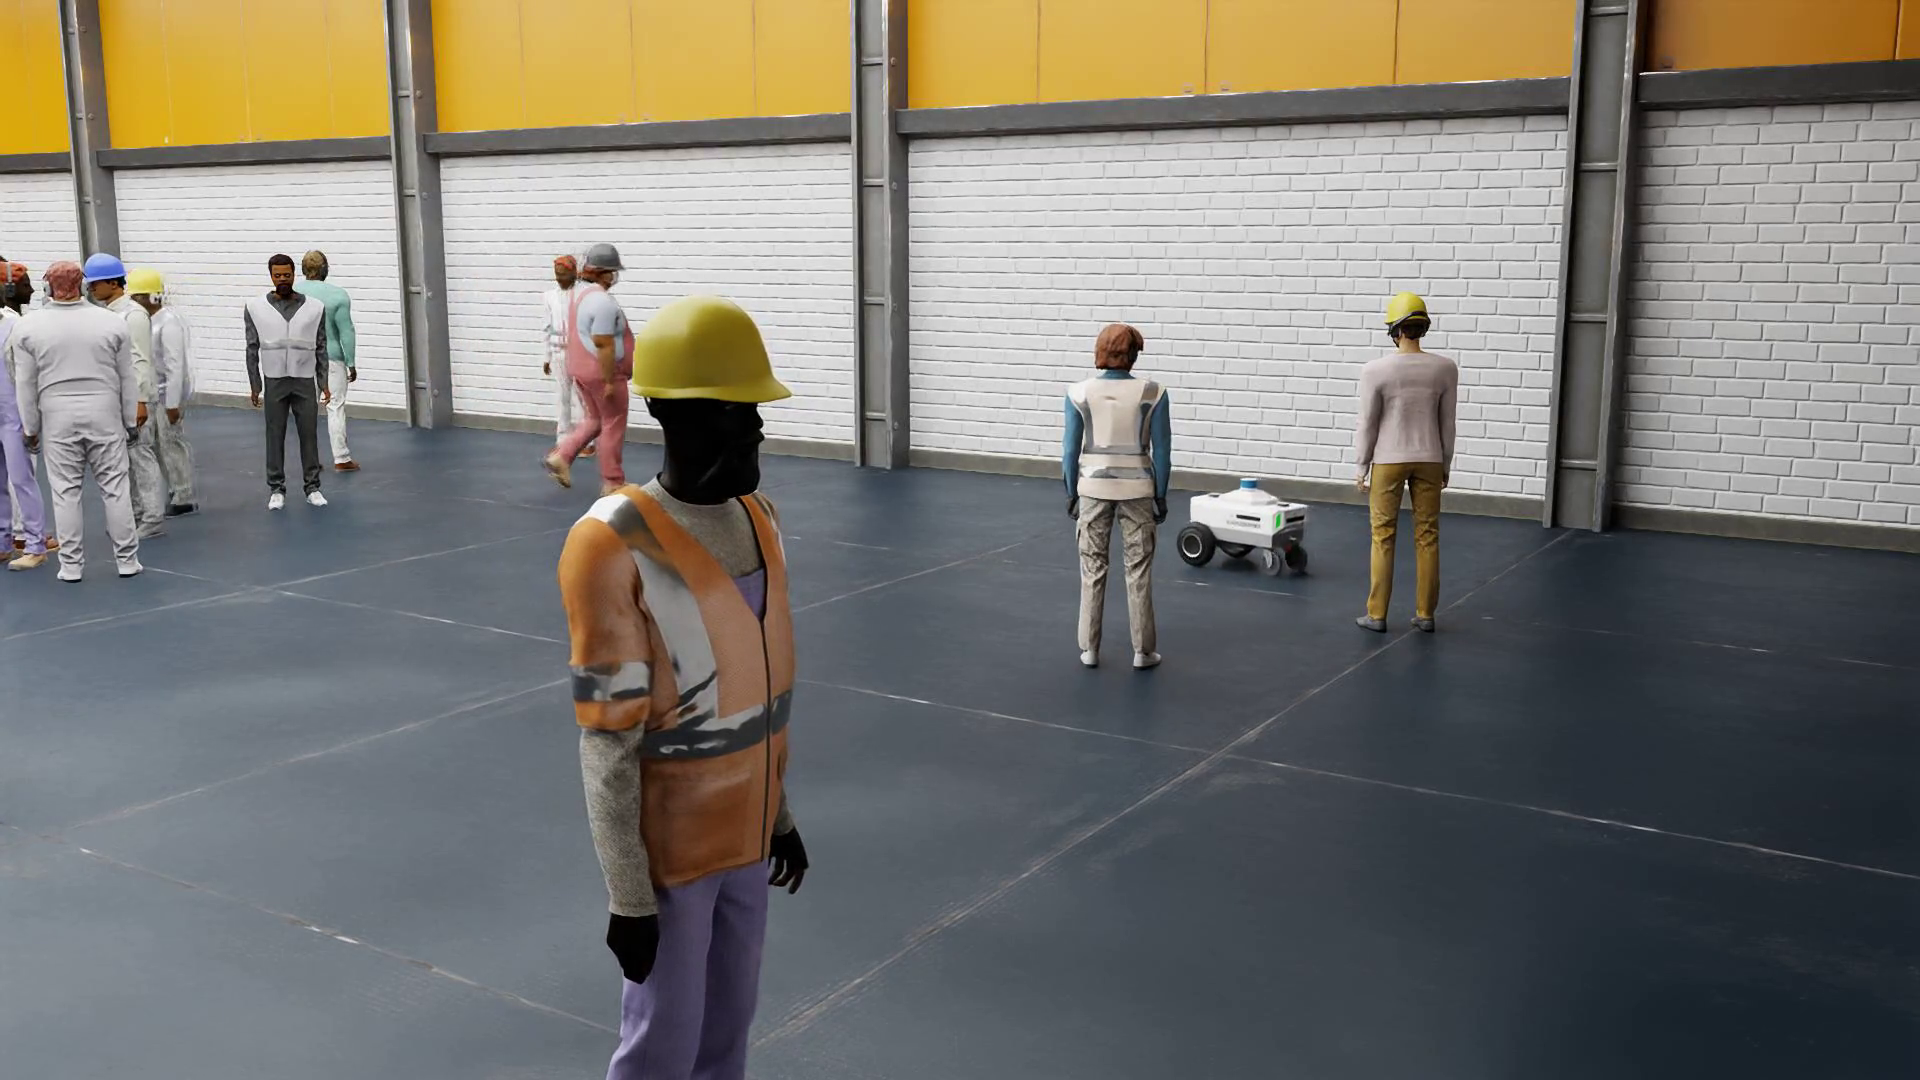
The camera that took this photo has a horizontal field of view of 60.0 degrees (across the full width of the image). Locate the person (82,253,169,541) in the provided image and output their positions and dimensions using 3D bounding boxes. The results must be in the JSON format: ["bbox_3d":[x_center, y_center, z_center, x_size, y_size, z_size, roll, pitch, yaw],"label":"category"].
[{"bbox_3d":[-5.664,-0.965,11.275,0.622,1.933,0.420,9,13,39],"label":"person"}]

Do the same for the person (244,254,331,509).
[{"bbox_3d":[-5.088,-1.200,12.621,0.591,1.919,0.386,-6,12,-29],"label":"person"}]

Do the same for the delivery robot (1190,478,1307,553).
[{"bbox_3d":[1.778,-0.141,10.270,0.477,0.478,0.707,-10,14,-44],"label":"delivery robot"}]

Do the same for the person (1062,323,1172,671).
[{"bbox_3d":[0.734,-0.196,7.835,0.515,1.638,0.315,3,11,14],"label":"person"}]

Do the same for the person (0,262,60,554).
[{"bbox_3d":[-6.108,-0.852,10.782,0.337,1.882,0.584,-9,13,-40],"label":"person"}]

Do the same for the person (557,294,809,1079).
[{"bbox_3d":[-0.460,0.527,3.024,0.369,1.928,0.586,4,11,22],"label":"person"}]

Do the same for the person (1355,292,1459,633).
[{"bbox_3d":[2.288,-0.390,8.586,0.524,1.761,0.339,-1,10,-4],"label":"person"}]

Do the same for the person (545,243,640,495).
[{"bbox_3d":[-2.847,-1.339,13.051,0.669,2.000,0.713,-7,12,-34],"label":"person"}]

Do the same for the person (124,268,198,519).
[{"bbox_3d":[-5.803,-1.050,12.042,0.637,1.822,0.424,9,14,42],"label":"person"}]

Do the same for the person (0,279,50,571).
[{"bbox_3d":[-5.889,-0.723,10.215,0.509,1.838,0.335,3,11,14],"label":"person"}]

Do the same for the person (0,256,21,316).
[{"bbox_3d":[-11.647,-2.530,20.192,0.516,1.846,0.395,-10,14,-43],"label":"person"}]

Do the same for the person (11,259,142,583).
[{"bbox_3d":[-5.222,-0.701,9.880,0.640,1.912,0.402,-5,12,-28],"label":"person"}]

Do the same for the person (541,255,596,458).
[{"bbox_3d":[-3.618,-1.704,15.497,0.584,1.884,0.337,2,11,13],"label":"person"}]

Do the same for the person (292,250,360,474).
[{"bbox_3d":[-5.539,-1.535,14.418,0.635,1.938,0.359,0,10,2],"label":"person"}]
